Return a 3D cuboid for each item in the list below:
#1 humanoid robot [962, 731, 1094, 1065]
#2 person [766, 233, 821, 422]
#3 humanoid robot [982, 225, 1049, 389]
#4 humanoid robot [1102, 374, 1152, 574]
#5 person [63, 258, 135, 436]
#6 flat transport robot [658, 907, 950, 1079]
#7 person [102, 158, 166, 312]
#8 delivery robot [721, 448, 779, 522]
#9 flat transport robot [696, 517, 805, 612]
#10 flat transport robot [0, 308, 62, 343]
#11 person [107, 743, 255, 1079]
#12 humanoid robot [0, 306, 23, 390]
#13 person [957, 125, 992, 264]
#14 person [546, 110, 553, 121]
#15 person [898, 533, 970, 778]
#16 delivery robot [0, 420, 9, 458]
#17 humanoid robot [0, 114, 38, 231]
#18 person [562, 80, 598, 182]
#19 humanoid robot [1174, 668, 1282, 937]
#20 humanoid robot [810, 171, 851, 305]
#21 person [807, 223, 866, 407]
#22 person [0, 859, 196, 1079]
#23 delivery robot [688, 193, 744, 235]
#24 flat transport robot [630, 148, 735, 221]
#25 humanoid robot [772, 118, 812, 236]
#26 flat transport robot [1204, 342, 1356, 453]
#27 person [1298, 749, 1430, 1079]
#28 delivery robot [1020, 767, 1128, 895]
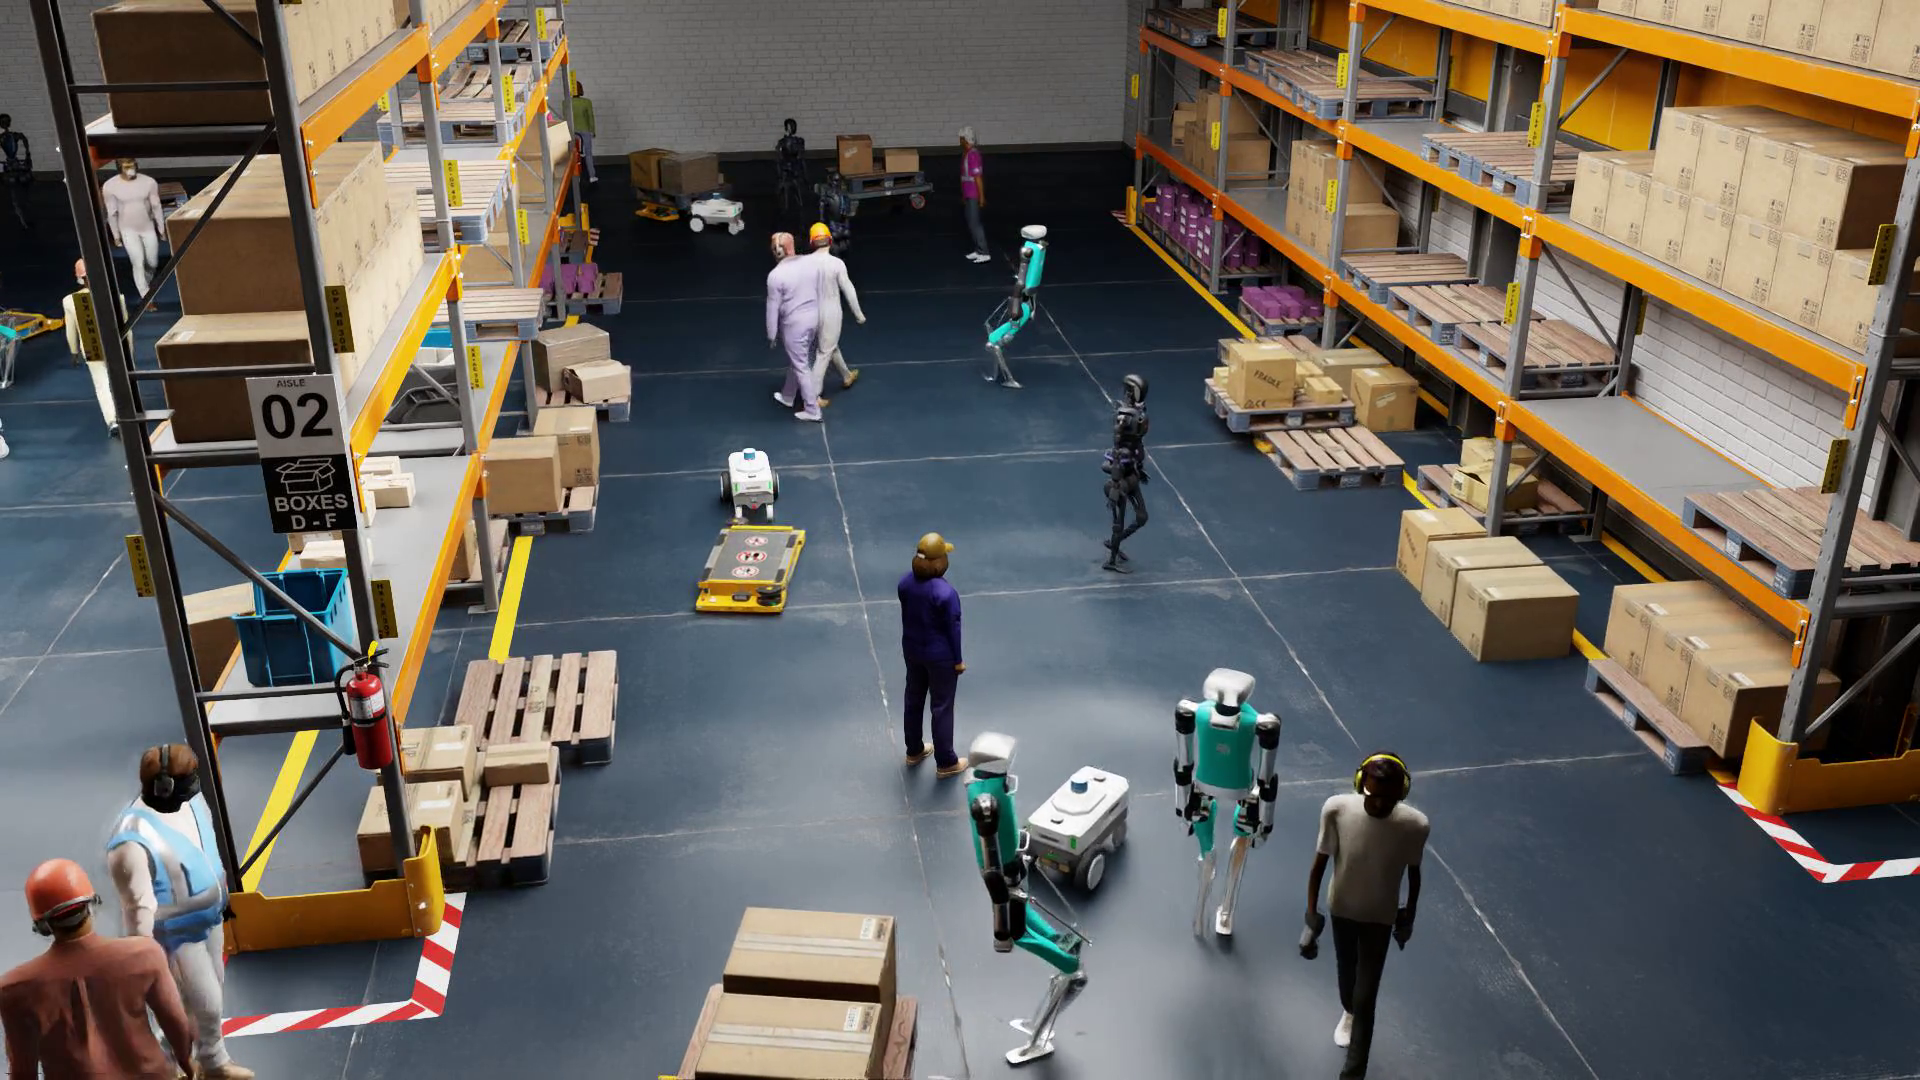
[{"bbox_3d":[0.376,1.718,7.906,0.734,1.746,0.531,2,24,4],"label":"humanoid robot"},{"bbox_3d":[-1.700,-2.132,16.553,0.876,1.861,0.672,18,30,35],"label":"person"},{"bbox_3d":[0.478,-2.392,17.413,0.852,1.866,0.551,11,26,23],"label":"humanoid robot"},{"bbox_3d":[1.286,-0.529,13.132,0.365,1.641,0.609,12,26,25],"label":"humanoid robot"},{"bbox_3d":[-8.339,-1.887,16.178,0.564,1.712,0.836,-13,27,-28],"label":"person"},{"bbox_3d":[-0.754,2.690,7.549,1.431,0.231,0.659,2,24,5],"label":"flat transport robot"},{"bbox_3d":[-10.055,-3.802,20.315,0.630,1.909,0.806,-17,29,-34],"label":"person"},{"bbox_3d":[-1.821,-0.506,14.476,0.499,0.595,0.792,-4,24,-10],"label":"delivery robot"},{"bbox_3d":[-1.649,0.195,13.233,0.659,0.231,1.431,1,24,2],"label":"flat transport robot"},{"bbox_3d":[-11.064,-2.350,19.031,0.659,0.231,1.431,5,24,11],"label":"flat transport robot"},{"bbox_3d":[-3.587,1.779,7.693,0.445,1.823,0.652,2,24,5],"label":"person"},{"bbox_3d":[-10.116,-2.383,17.294,0.543,1.772,0.803,8,25,18],"label":"humanoid robot"},{"bbox_3d":[0.181,-4.638,22.321,0.438,1.814,0.615,-2,24,-5],"label":"person"},{"bbox_3d":[-6.397,-5.815,24.976,0.623,1.840,0.429,-2,24,-5],"label":"person"},{"bbox_3d":[-0.162,0.708,10.377,0.450,1.623,0.338,19,30,36],"label":"person"},{"bbox_3d":[-9.390,-0.993,15.578,0.782,0.589,0.499,-16,28,-32],"label":"delivery robot"},{"bbox_3d":[-13.709,-5.321,24.106,0.598,1.659,0.590,17,29,33],"label":"humanoid robot"},{"bbox_3d":[-6.202,-6.665,27.159,0.499,1.633,0.279,-1,24,-2],"label":"person"},{"bbox_3d":[1.418,1.404,8.748,0.532,1.837,0.805,8,25,18],"label":"humanoid robot"},{"bbox_3d":[-1.566,-3.712,20.446,0.792,1.633,0.600,18,30,36],"label":"humanoid robot"},{"bbox_3d":[-1.342,-2.322,17.024,0.570,1.824,1.034,14,27,28],"label":"person"},{"bbox_3d":[-3.416,2.141,6.679,0.640,1.965,0.582,-11,26,-24],"label":"person"},{"bbox_3d":[-3.543,-4.722,24.083,0.775,0.596,0.499,4,24,10],"label":"delivery robot"},{"bbox_3d":[-4.165,-5.086,25.264,0.659,0.231,1.431,20,30,37],"label":"flat transport robot"},{"bbox_3d":[-2.415,-5.182,23.738,0.488,1.647,0.600,20,31,38],"label":"humanoid robot"},{"bbox_3d":[3.084,-1.187,16.382,0.659,0.231,1.431,-3,24,-7],"label":"flat transport robot"},{"bbox_3d":[1.862,1.777,7.720,0.488,1.804,1.006,10,25,21],"label":"person"},{"bbox_3d":[0.676,1.633,9.599,0.499,0.592,0.791,14,27,29],"label":"delivery robot"}]
